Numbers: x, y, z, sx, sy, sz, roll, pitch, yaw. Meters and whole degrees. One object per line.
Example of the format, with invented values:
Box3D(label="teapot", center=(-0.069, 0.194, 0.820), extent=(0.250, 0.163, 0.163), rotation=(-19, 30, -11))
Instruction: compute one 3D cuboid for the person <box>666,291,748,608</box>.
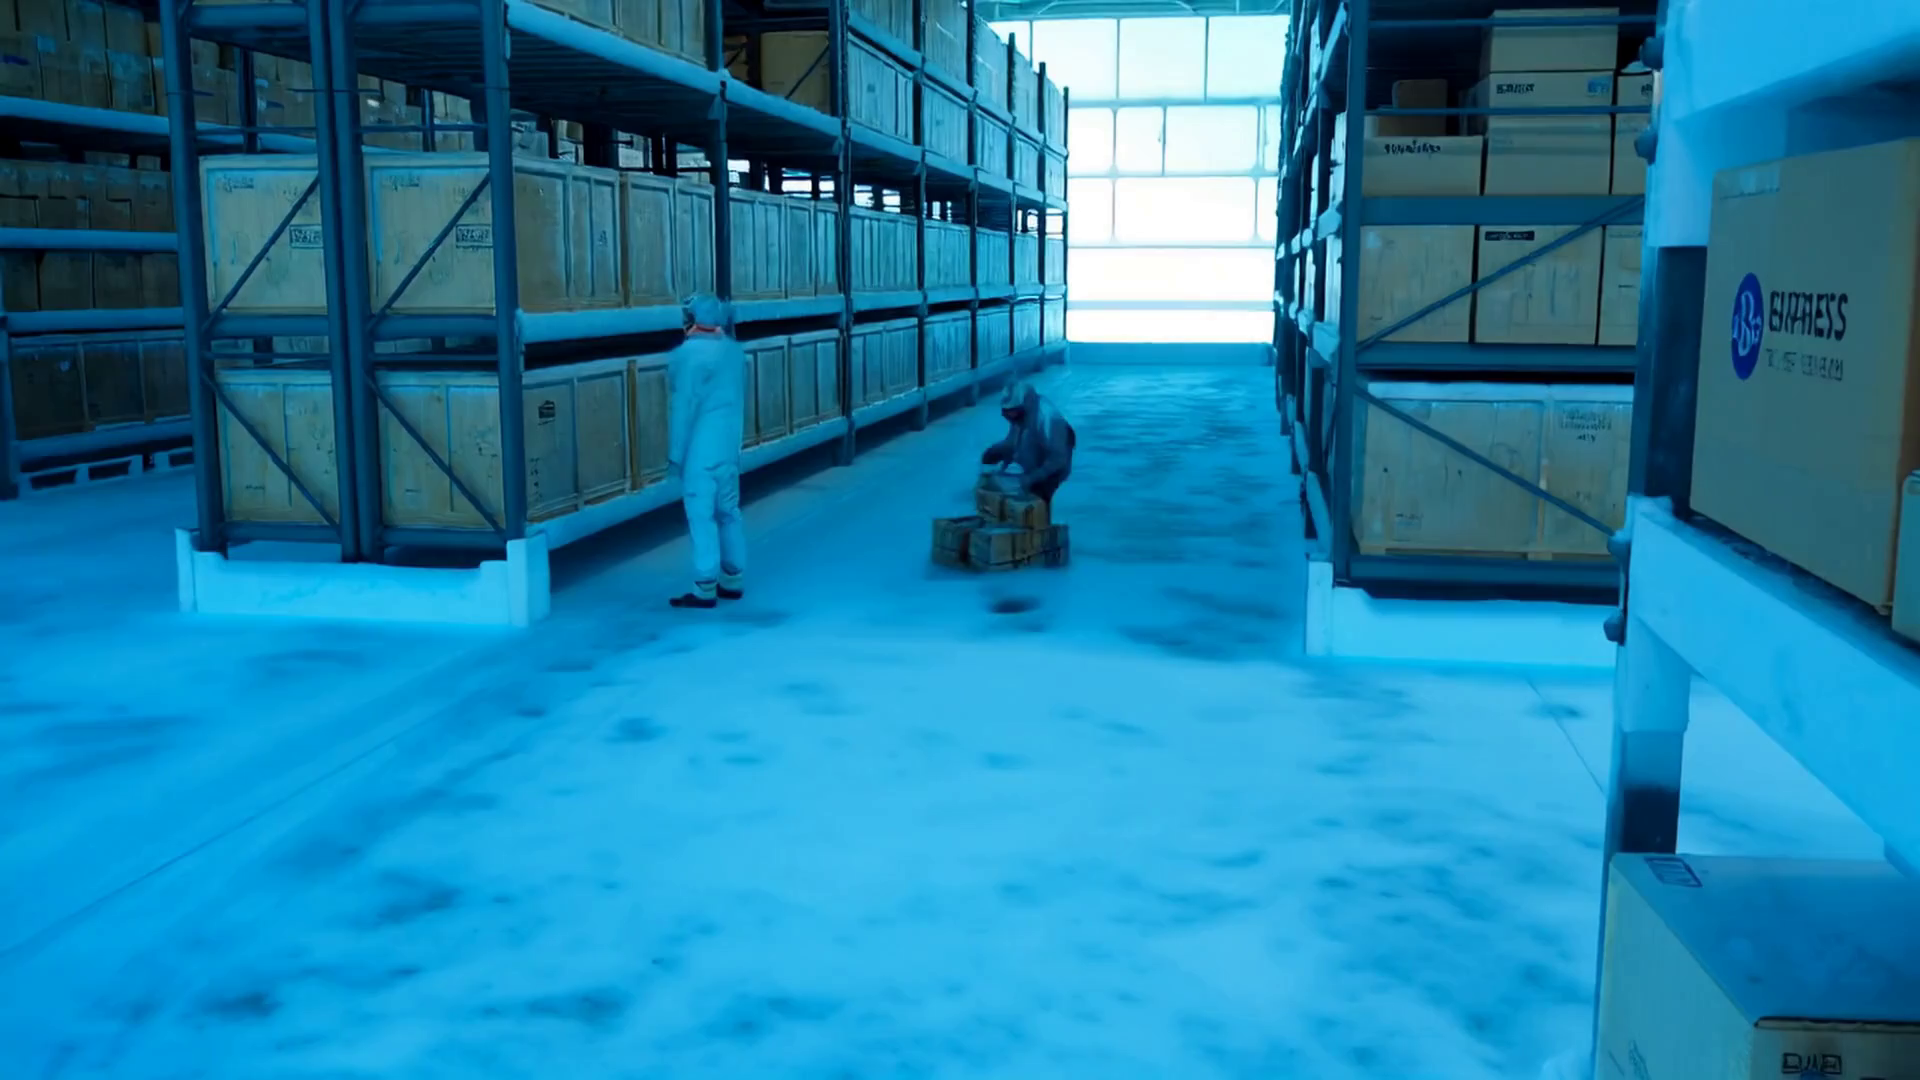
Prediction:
Box3D(label="person", center=(-1.562, -0.545, 10.078), extent=(0.400, 1.910, 0.643), rotation=(5, 11, 31))

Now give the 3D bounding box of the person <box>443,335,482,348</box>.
Box3D(label="person", center=(-5.231, -1.753, 17.688), extent=(0.669, 1.868, 0.512), rotation=(8, 12, 39))
